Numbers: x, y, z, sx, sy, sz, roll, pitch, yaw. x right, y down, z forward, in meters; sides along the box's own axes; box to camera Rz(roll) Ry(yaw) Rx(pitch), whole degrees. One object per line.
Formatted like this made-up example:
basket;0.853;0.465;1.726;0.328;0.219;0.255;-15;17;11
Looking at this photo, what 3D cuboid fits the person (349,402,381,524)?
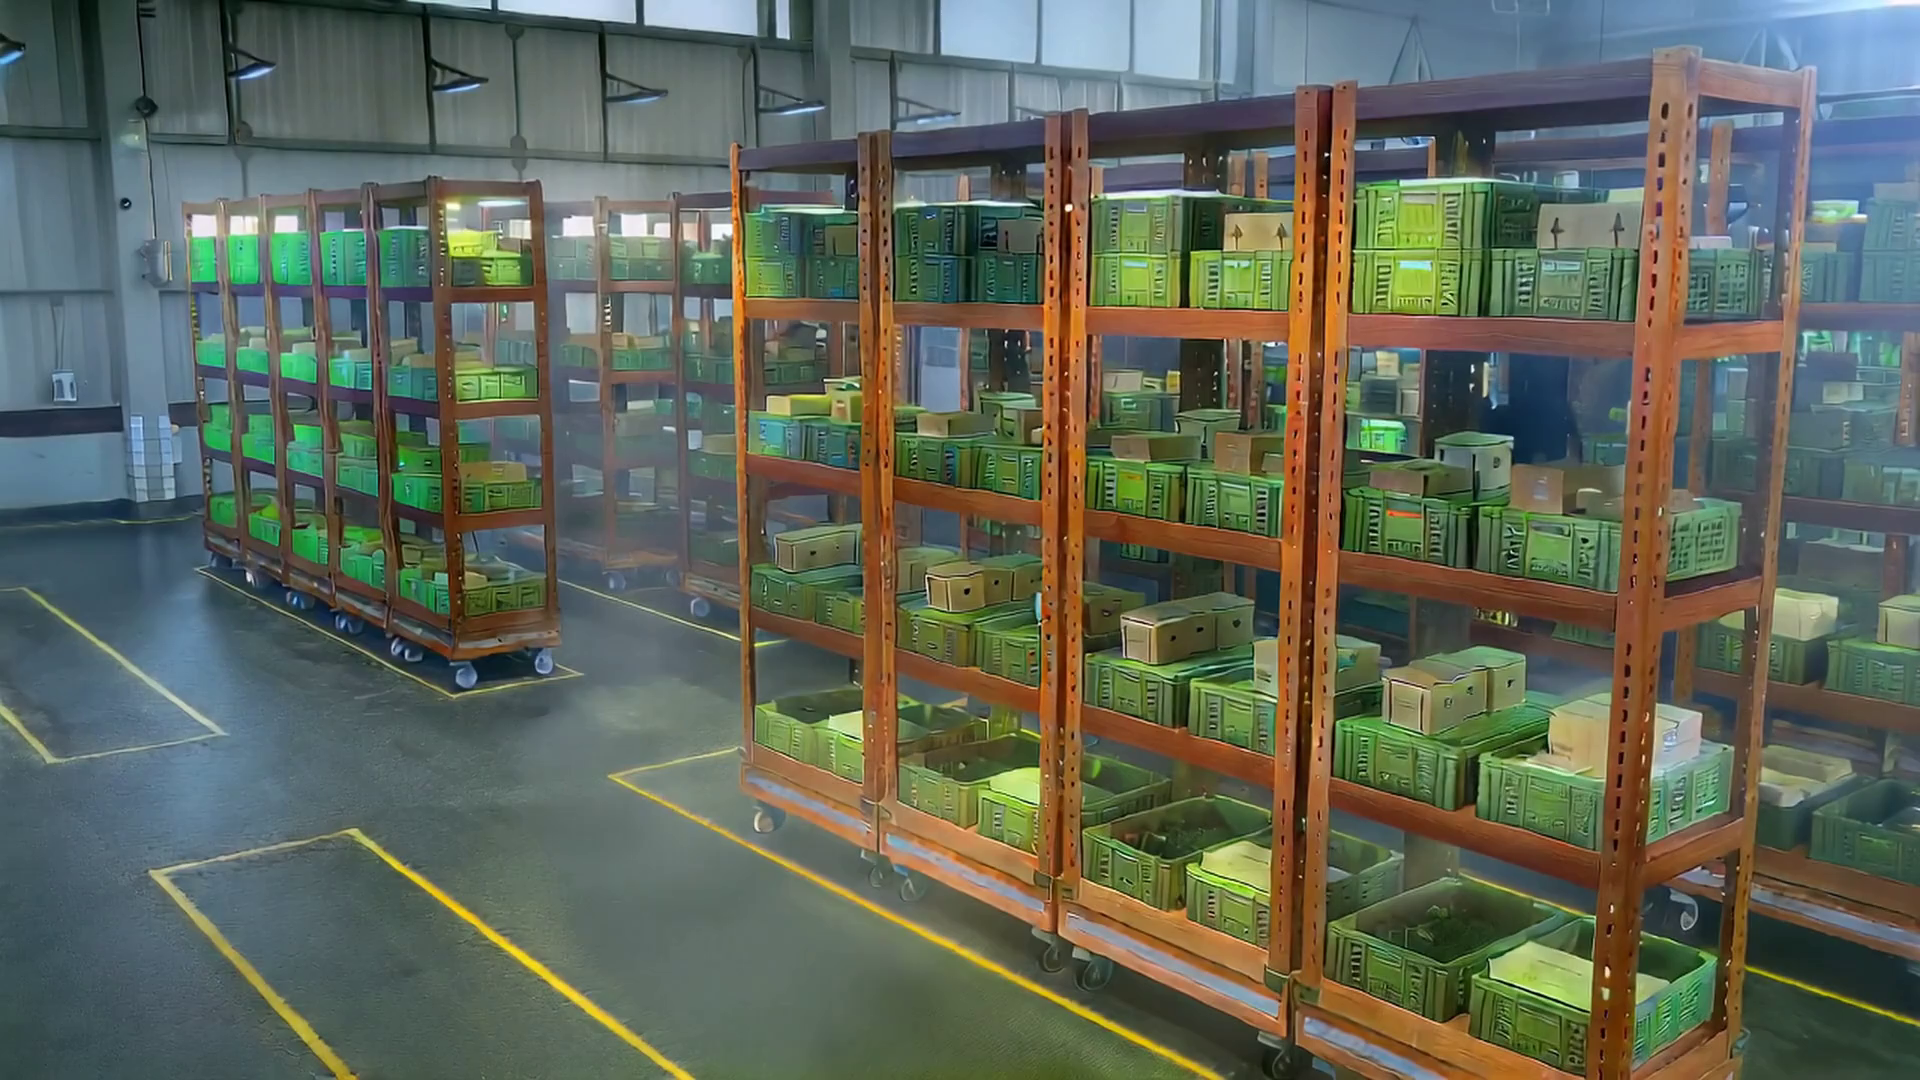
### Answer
person;-6.096;-0.719;17.075;0.441;1.828;0.578;-8;12;-39
